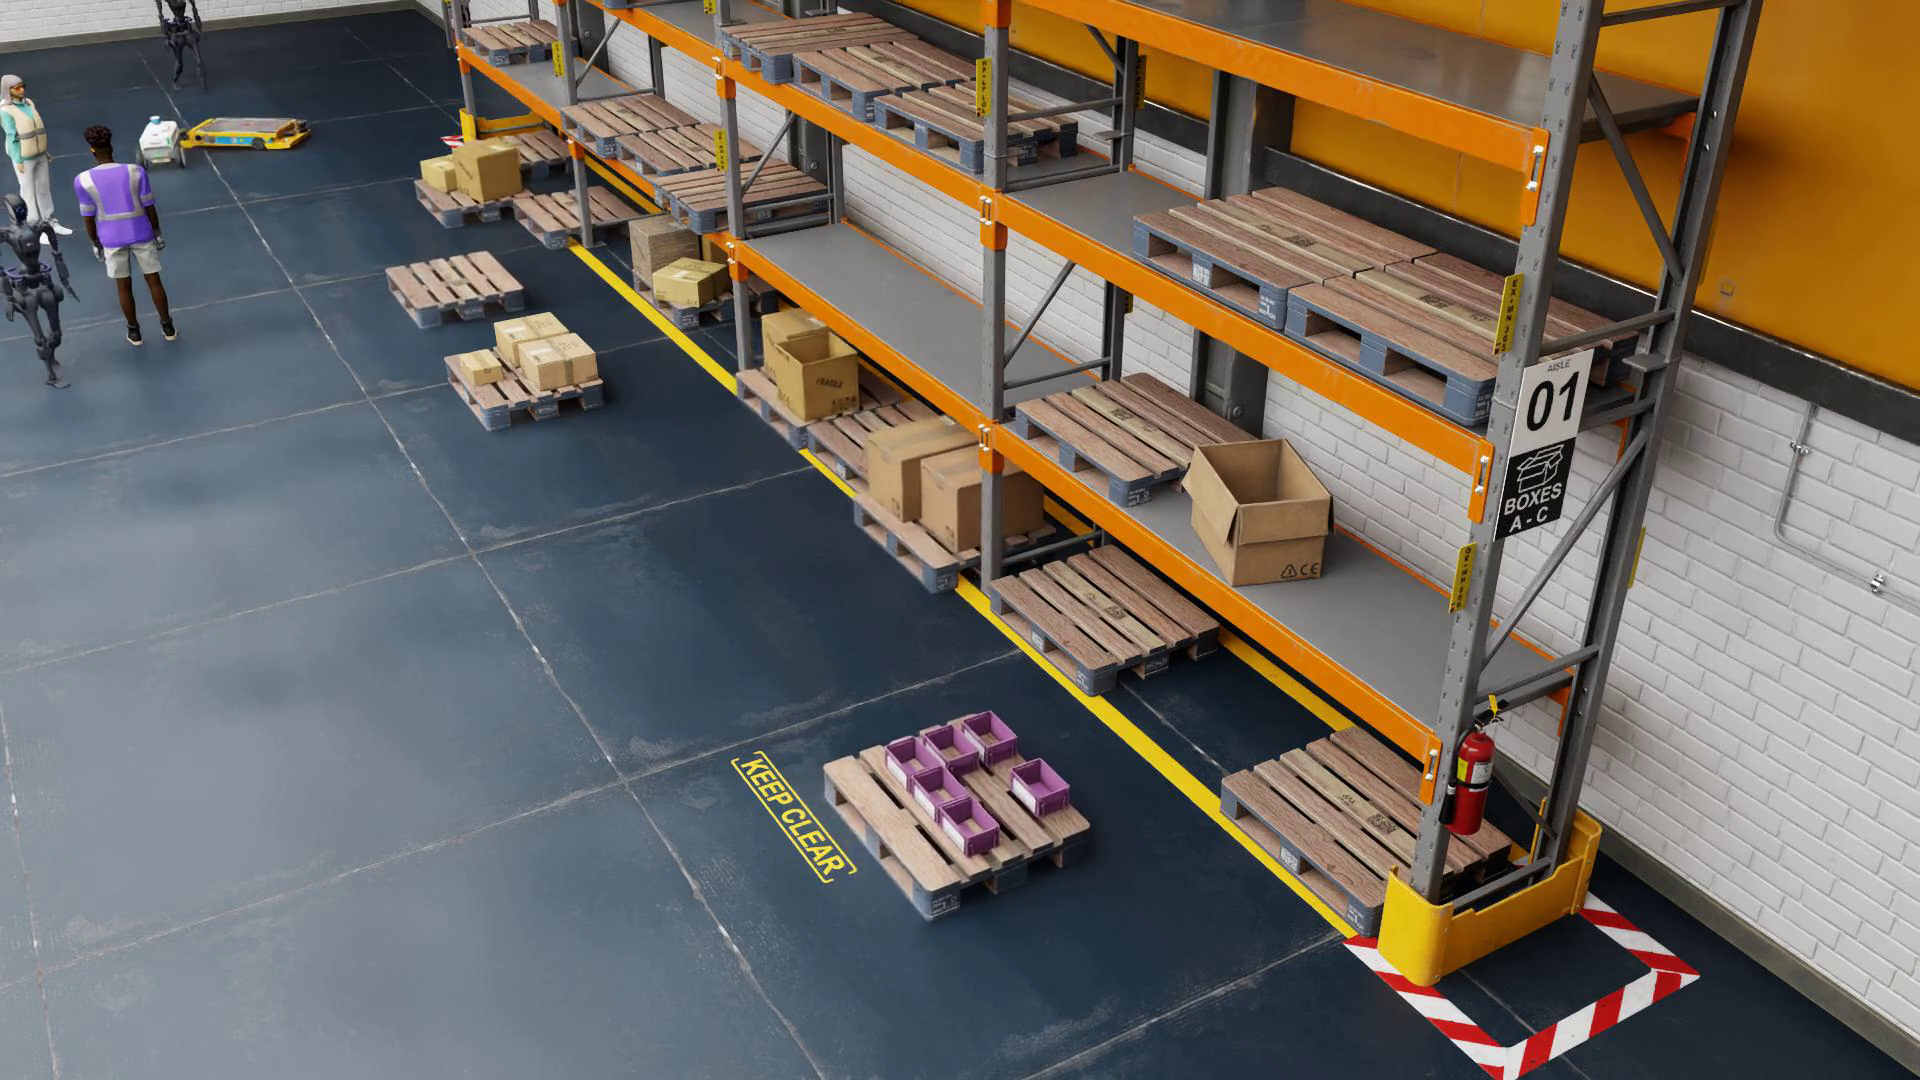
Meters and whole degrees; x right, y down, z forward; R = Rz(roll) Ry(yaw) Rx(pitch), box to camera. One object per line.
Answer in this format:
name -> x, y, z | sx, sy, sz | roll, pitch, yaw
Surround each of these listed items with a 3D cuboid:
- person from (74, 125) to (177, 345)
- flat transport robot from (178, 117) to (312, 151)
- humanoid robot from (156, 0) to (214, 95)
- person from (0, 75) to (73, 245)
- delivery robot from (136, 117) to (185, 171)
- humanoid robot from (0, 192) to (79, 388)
person -> -7.340, -2.669, 14.633 | 0.602, 1.958, 0.377 | -15, 33, -24
flat transport robot -> -8.809, -4.995, 20.450 | 1.431, 0.231, 0.659 | 2, 30, 4
humanoid robot -> -10.448, -6.818, 22.274 | 0.717, 1.636, 0.613 | 20, 35, 31
person -> -9.565, -3.920, 17.089 | 0.372, 1.708, 0.465 | 5, 30, 8
delivery robot -> -9.425, -4.694, 19.600 | 0.499, 0.565, 0.746 | -8, 31, -14
humanoid robot -> -7.800, -2.118, 13.990 | 0.671, 1.657, 0.586 | 21, 36, 33
